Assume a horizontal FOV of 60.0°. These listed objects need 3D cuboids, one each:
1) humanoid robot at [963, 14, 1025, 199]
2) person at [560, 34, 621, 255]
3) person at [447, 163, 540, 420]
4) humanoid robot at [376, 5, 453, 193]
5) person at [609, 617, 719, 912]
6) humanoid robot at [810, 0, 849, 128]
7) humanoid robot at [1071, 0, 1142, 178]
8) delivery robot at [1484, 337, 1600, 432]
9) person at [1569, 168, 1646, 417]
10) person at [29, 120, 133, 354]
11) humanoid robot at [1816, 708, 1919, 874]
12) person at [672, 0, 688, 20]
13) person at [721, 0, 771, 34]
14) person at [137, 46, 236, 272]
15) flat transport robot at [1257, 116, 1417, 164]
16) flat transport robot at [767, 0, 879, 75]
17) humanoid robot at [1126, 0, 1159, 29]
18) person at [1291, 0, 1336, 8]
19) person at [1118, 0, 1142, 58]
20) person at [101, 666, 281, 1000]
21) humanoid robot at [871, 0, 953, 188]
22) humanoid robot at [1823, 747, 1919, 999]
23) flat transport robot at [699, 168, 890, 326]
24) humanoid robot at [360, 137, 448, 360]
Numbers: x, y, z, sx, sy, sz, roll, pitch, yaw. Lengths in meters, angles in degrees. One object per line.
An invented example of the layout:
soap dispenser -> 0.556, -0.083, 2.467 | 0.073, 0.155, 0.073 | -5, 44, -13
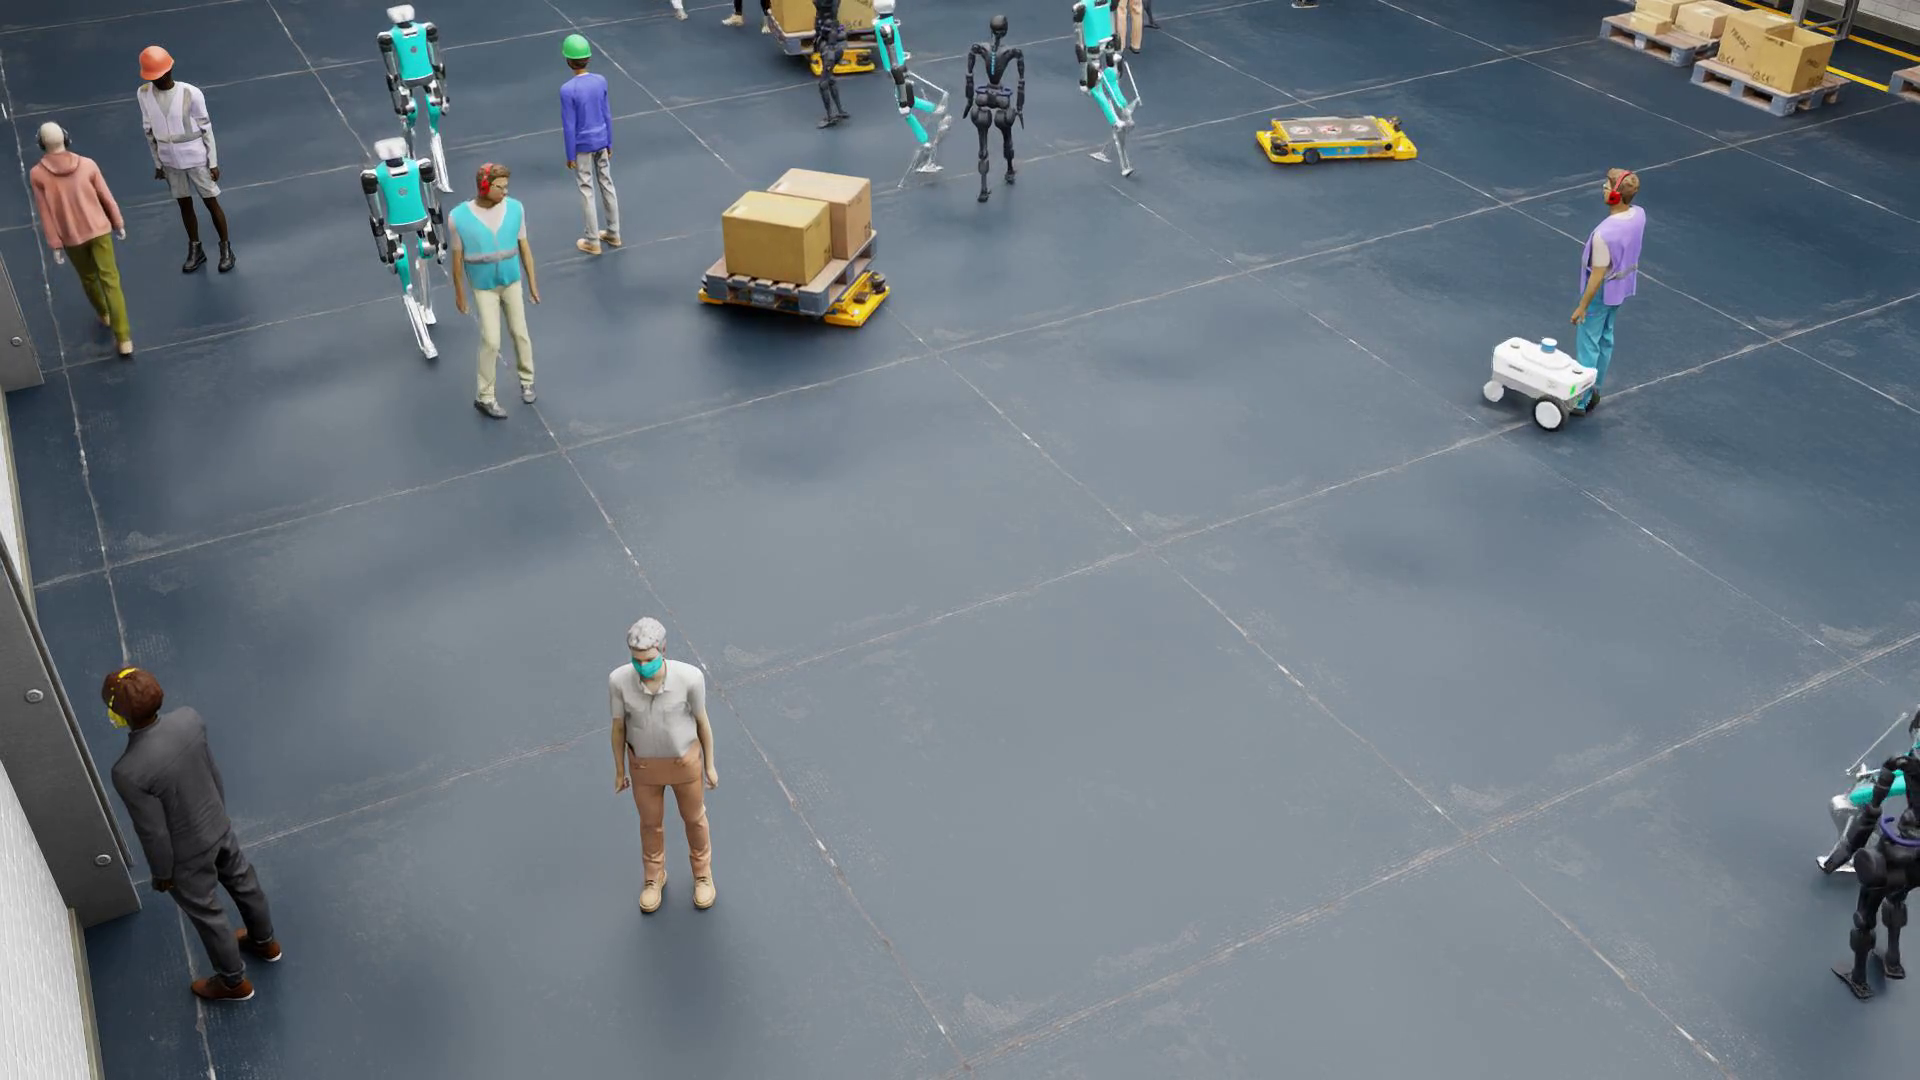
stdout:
humanoid robot -> 0.312, -4.001, 15.228 | 0.586, 1.632, 0.749 | 7, 36, 10
person -> -3.147, -3.348, 14.113 | 0.361, 1.869, 0.462 | 28, 44, 34
person -> -3.345, -1.793, 11.931 | 0.681, 1.808, 0.520 | -25, 42, -31
humanoid robot -> -5.068, -4.116, 15.336 | 0.556, 1.788, 0.920 | -20, 40, -26
person -> -1.402, 1.065, 7.906 | 0.493, 1.744, 0.302 | -2, 35, -3
humanoid robot -> -1.312, -4.980, 16.602 | 0.379, 1.655, 0.595 | -13, 37, -18
humanoid robot -> 1.480, -4.278, 15.608 | 0.535, 1.832, 0.893 | -26, 42, -32
delivery robot -> 4.251, -1.194, 12.159 | 0.499, 0.580, 0.756 | -27, 43, -33
person -> 4.564, -1.737, 11.820 | 0.563, 1.846, 0.397 | -29, 44, -35
person -> -6.693, -2.347, 12.743 | 0.550, 1.788, 0.960 | -17, 38, -22
humanoid robot -> 4.552, 1.021, 8.007 | 0.854, 1.783, 0.536 | 2, 35, 3
person -> -3.446, -7.085, 19.441 | 0.621, 1.862, 0.646 | -18, 39, -24
person -> -2.475, -6.641, 18.969 | 0.531, 1.661, 0.582 | -18, 39, -24
person -> -6.415, -3.138, 13.752 | 0.542, 1.928, 0.369 | 0, 35, 0
flat transport robot -> 3.696, -3.929, 16.326 | 1.431, 0.231, 0.659 | -3, 35, -4
flat transport robot -> -1.453, -5.532, 18.613 | 0.659, 0.231, 1.431 | -10, 36, -14
humanoid robot -> 2.020, -6.775, 19.184 | 0.715, 1.635, 0.596 | 18, 39, 24
person -> 4.336, -7.307, 19.723 | 0.681, 1.919, 0.621 | -6, 35, -9
person -> 1.832, -6.180, 18.313 | 0.476, 1.674, 0.379 | -19, 39, -25
person -> -3.447, 1.324, 7.427 | 0.362, 1.875, 0.492 | 11, 36, 15
humanoid robot -> -0.362, -4.102, 15.332 | 0.862, 1.786, 0.540 | -4, 35, -6
humanoid robot -> 4.267, 1.399, 7.499 | 0.616, 1.649, 0.315 | -2, 35, -3
flat transport robot -> -1.362, -2.071, 13.673 | 1.431, 0.231, 0.659 | 11, 37, 16
humanoid robot -> -4.252, -2.317, 12.780 | 0.534, 1.762, 1.013 | -16, 38, -22
